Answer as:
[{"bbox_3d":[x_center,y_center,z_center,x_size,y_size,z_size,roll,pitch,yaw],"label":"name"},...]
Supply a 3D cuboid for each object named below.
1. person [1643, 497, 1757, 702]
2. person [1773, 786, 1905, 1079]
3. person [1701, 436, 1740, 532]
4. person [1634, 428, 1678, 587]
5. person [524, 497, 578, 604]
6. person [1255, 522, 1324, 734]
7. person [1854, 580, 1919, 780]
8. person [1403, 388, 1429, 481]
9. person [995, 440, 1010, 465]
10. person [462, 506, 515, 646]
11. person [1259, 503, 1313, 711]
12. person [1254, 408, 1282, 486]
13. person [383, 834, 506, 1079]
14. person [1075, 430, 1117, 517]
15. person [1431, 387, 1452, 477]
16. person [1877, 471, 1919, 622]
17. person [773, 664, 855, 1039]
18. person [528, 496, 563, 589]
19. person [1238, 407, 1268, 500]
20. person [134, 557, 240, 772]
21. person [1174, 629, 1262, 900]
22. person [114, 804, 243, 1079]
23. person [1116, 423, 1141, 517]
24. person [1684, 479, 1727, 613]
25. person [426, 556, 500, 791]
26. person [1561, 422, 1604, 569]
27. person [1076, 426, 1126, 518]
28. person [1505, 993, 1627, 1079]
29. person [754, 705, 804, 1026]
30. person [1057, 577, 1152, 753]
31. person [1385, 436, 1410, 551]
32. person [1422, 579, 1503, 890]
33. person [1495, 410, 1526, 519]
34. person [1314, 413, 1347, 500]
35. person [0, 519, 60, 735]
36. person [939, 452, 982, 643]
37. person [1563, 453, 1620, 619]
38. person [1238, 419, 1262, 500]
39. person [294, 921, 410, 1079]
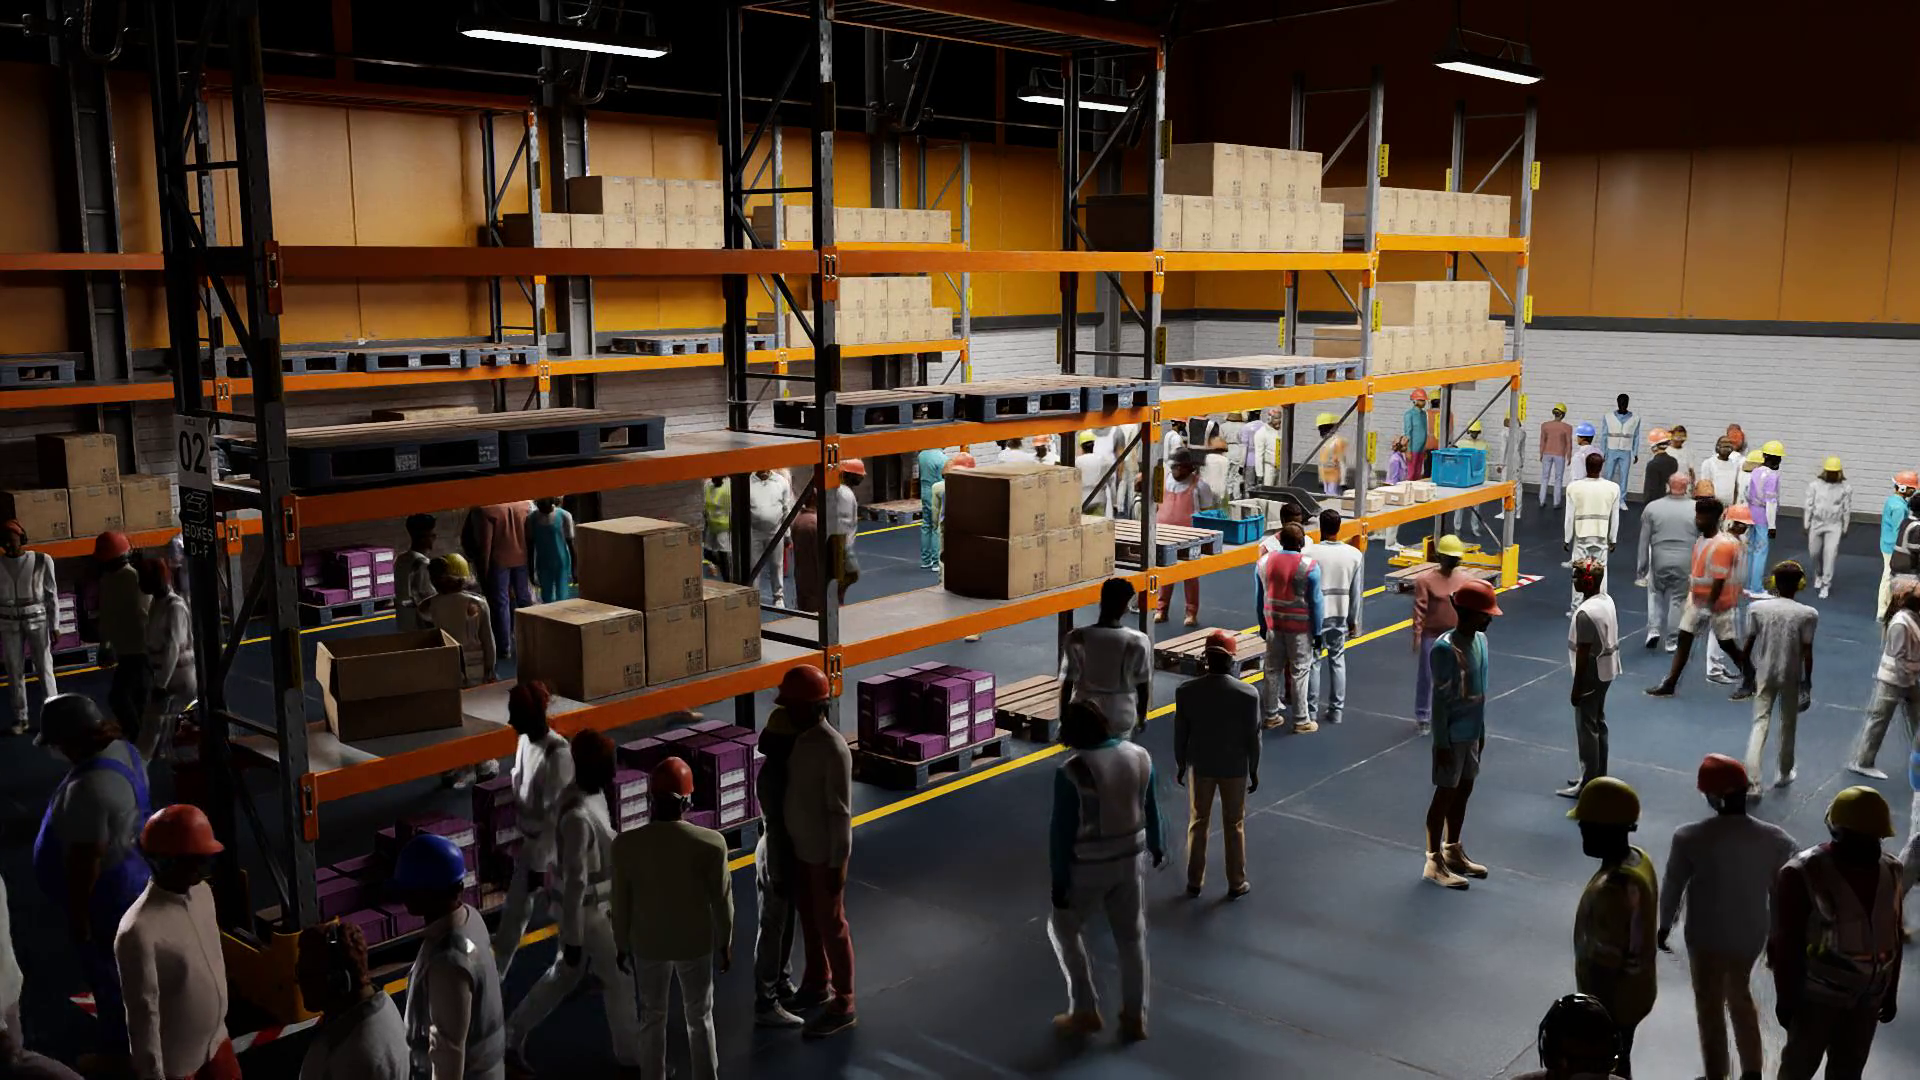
[{"bbox_3d":[6.955,0.559,15.351,1.022,1.921,0.625,-1,10,-3],"label":"person"},{"bbox_3d":[3.848,1.950,7.287,0.593,1.825,0.403,-2,10,-10],"label":"person"},{"bbox_3d":[9.763,-0.421,21.383,0.506,1.846,0.346,-1,10,-6],"label":"person"},{"bbox_3d":[8.724,-0.401,20.824,0.612,1.991,0.392,-8,12,-39],"label":"person"},{"bbox_3d":[-4.205,0.305,17.159,0.542,1.815,0.457,2,10,9],"label":"person"},{"bbox_3d":[2.861,0.755,14.375,0.633,1.842,0.429,8,12,39],"label":"person"},{"bbox_3d":[7.413,1.119,12.896,0.535,1.602,0.790,-8,13,-41],"label":"person"},{"bbox_3d":[7.500,-1.494,27.342,0.382,1.995,0.612,9,13,42],"label":"person"},{"bbox_3d":[0.646,-0.767,23.889,0.319,1.695,0.539,-1,10,-8],"label":"person"},{"bbox_3d":[-4.992,0.115,17.601,0.535,2.000,0.687,1,10,4],"label":"person"},{"bbox_3d":[2.953,0.597,15.126,0.599,1.909,0.398,-6,11,-31],"label":"person"},{"bbox_3d":[4.697,-1.041,24.945,0.654,1.897,0.403,-7,12,-35],"label":"person"},{"bbox_3d":[-1.941,2.049,6.351,0.413,1.940,0.610,-2,10,-13],"label":"person"},{"bbox_3d":[1.726,-0.486,21.673,0.635,1.885,0.829,1,10,5],"label":"person"},{"bbox_3d":[8.329,-1.719,28.909,0.365,1.929,0.628,2,10,14],"label":"person"},{"bbox_3d":[10.562,0.077,18.728,0.354,1.737,0.577,4,10,23],"label":"person"},{"bbox_3d":[-0.779,1.620,8.788,0.408,1.985,0.620,-6,11,-31],"label":"person"},{"bbox_3d":[-4.948,-0.156,19.217,0.688,2.000,0.539,-9,13,-43],"label":"person"},{"bbox_3d":[4.590,-1.218,25.942,0.592,1.915,0.392,-6,11,-33],"label":"person"},{"bbox_3d":[-6.066,1.034,12.746,0.586,1.832,1.029,9,13,43],"label":"person"},{"bbox_3d":[1.650,1.429,10.635,0.561,1.743,0.336,3,10,17],"label":"person"},{"bbox_3d":[-3.137,2.003,6.590,0.897,1.958,0.650,1,10,4],"label":"person"},{"bbox_3d":[2.696,-1.269,26.490,0.412,1.842,0.573,-4,10,-22],"label":"person"},{"bbox_3d":[8.374,0.121,18.800,0.508,1.625,0.284,1,10,5],"label":"person"},{"bbox_3d":[-3.843,1.011,12.899,0.563,1.834,0.504,1,10,8],"label":"person"},{"bbox_3d":[8.259,-0.583,22.041,0.605,1.948,0.391,-8,13,-41],"label":"person"},{"bbox_3d":[2.050,-1.046,24.530,0.701,2.000,0.807,3,10,18],"label":"person"},{"bbox_3d":[1.809,2.278,4.993,0.631,1.940,0.372,-1,10,-4],"label":"person"},{"bbox_3d":[-0.930,1.722,8.932,0.320,1.737,0.487,1,10,8],"label":"person"},{"bbox_3d":[1.015,1.196,11.502,0.620,1.911,0.899,3,10,15],"label":"person"},{"bbox_3d":[6.147,-0.655,23.422,0.319,1.631,0.524,3,10,17],"label":"person"},{"bbox_3d":[3.293,1.252,10.861,0.406,2.031,0.612,9,13,43],"label":"person"},{"bbox_3d":[8.716,-1.201,26.349,0.492,1.741,0.319,-4,10,-22],"label":"person"},{"bbox_3d":[5.360,-0.891,24.033,0.542,1.892,0.619,-2,10,-13],"label":"person"},{"bbox_3d":[-8.072,0.749,14.314,0.584,1.879,0.369,-3,10,-17],"label":"person"},{"bbox_3d":[0.036,0.076,17.814,0.612,2.048,0.363,5,11,30],"label":"person"},{"bbox_3d":[7.145,-0.032,18.843,0.593,1.920,0.392,1,10,8],"label":"person"},{"bbox_3d":[4.608,-1.137,26.211,0.355,1.665,0.596,-6,11,-30],"label":"person"},{"bbox_3d":[-2.046,2.197,5.611,0.400,1.900,0.636,-4,10,-22],"label":"person"}]
